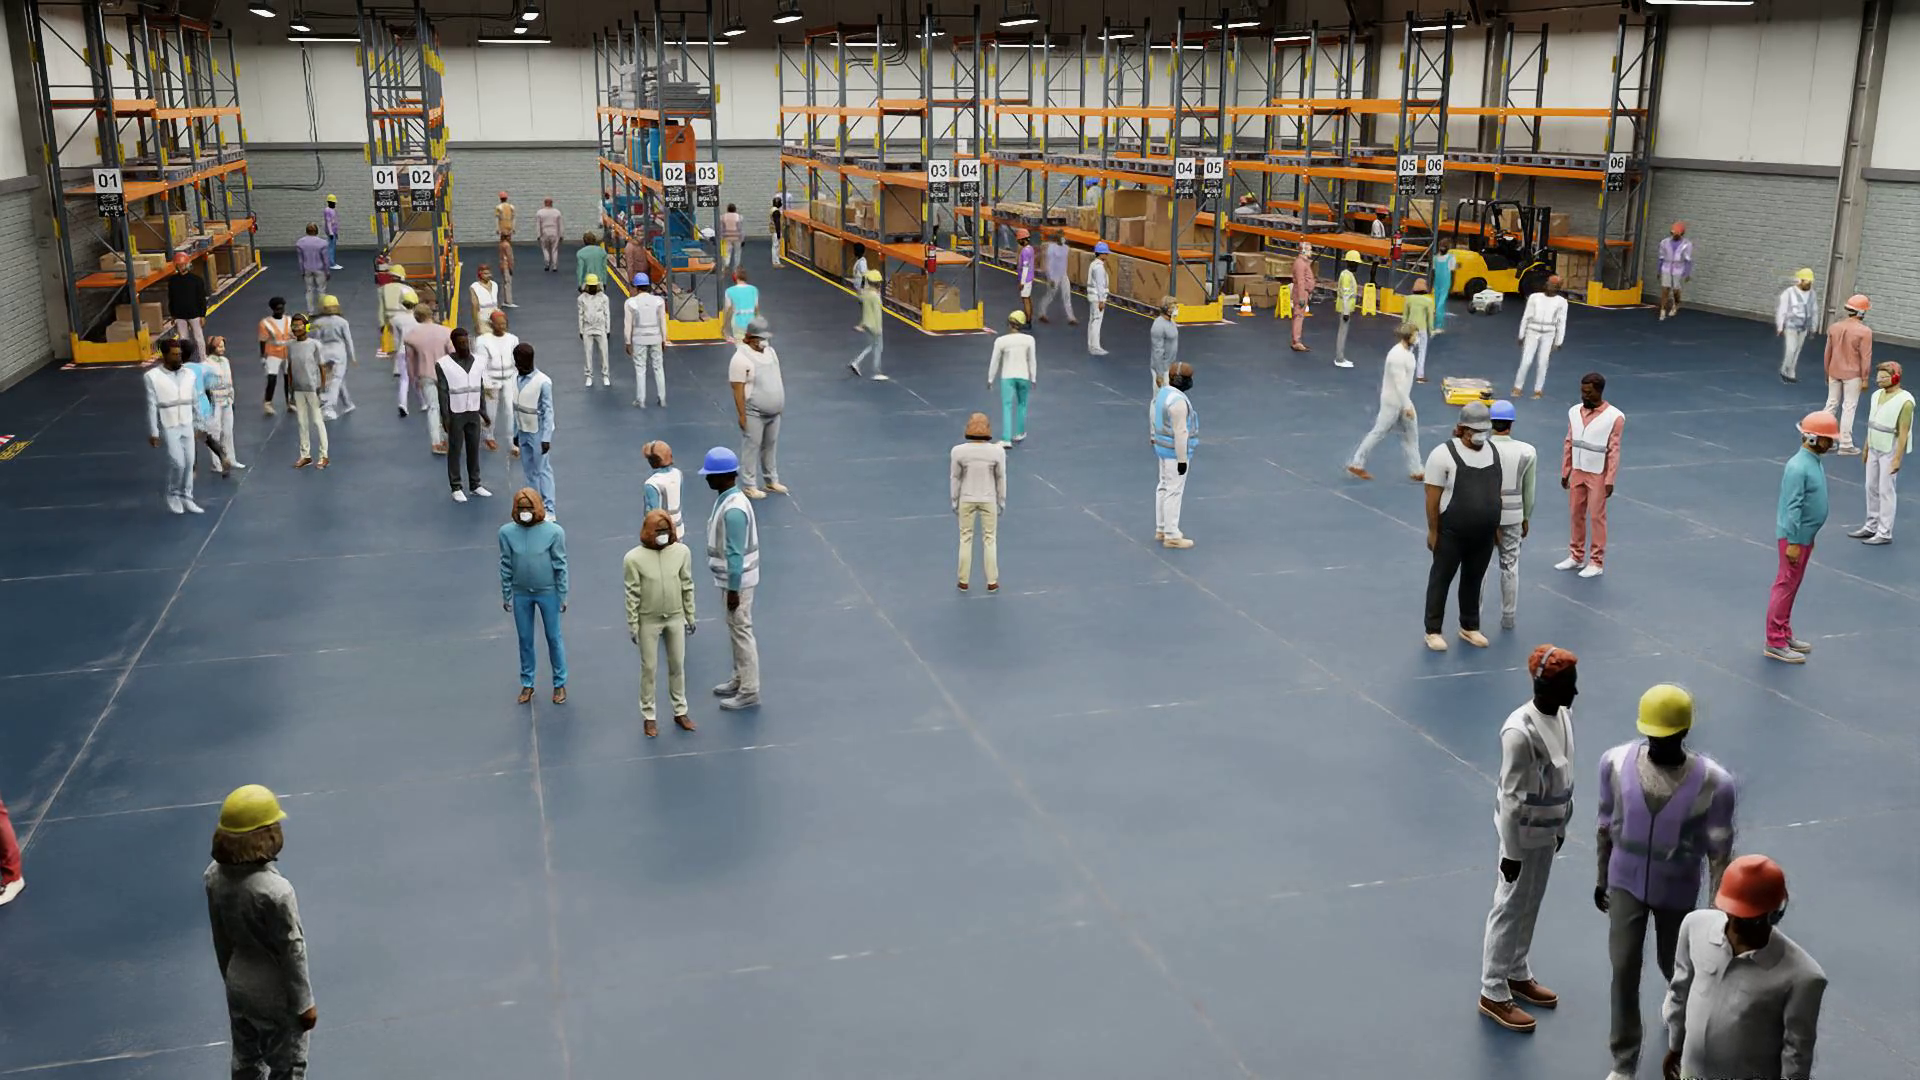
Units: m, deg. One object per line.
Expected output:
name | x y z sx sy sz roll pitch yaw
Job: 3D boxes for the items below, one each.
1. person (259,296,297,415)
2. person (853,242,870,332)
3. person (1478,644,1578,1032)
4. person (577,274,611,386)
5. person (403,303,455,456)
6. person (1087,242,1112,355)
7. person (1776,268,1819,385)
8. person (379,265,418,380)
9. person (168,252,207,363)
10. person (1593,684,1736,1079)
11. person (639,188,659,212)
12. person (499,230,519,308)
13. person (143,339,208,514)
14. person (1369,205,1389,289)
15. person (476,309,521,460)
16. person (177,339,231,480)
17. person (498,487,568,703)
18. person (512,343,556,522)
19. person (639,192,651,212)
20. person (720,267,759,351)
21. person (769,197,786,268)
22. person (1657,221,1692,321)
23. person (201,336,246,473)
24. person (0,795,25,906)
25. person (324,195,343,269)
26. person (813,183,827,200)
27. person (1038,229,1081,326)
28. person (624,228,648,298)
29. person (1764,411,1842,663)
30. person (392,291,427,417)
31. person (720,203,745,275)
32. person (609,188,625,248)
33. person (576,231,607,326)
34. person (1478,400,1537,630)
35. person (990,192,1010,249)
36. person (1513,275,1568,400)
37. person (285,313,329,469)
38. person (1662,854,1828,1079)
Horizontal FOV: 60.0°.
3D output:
person | -9.558 -2.599 23.416 0.380 1.676 0.552 12 19 37
person | -1.887 -4.831 31.771 0.320 1.697 0.537 -2 15 -9
person | 2.739 1.401 7.964 0.338 1.882 0.583 12 19 39
person | -5.654 -3.250 25.760 0.486 1.738 0.321 -2 15 -9
person | -6.588 -2.015 20.867 0.668 1.877 0.983 -6 16 -22
person | 2.411 -4.195 28.902 0.406 1.945 0.614 -2 15 -6
person | 12.995 -3.290 25.743 0.626 1.815 0.514 -3 15 -11
person | -8.878 -3.489 26.549 0.624 1.780 0.925 3 15 13
person | -12.311 -3.586 26.515 0.612 1.997 0.375 1 15 5
person | 3.171 1.517 7.530 0.604 1.891 0.859 10 18 33
person | -8.838 -9.111 47.222 1.027 2.000 0.765 -7 16 -24
person | -9.653 -5.781 35.459 0.315 1.638 0.517 -9 17 -30
person | -8.327 -1.199 17.715 0.462 1.900 0.615 8 17 28
person | 9.797 -6.843 38.886 0.371 1.935 0.551 5 16 18
person | -5.746 -1.955 20.707 0.556 1.853 0.954 -9 18 -32
person | -8.834 -1.490 19.259 0.642 1.677 0.533 10 18 32
person | -3.117 0.405 12.210 0.500 1.627 0.278 1 15 2
person | -4.454 -1.111 17.363 0.587 1.914 0.390 12 19 38
person | -8.862 -8.852 46.682 0.585 1.825 0.404 6 16 21
person | -3.461 -3.337 25.923 0.568 1.822 0.708 -13 20 -40
person | -4.802 -8.101 43.802 0.429 1.841 0.634 -4 15 -14
person | 14.391 -5.431 33.496 0.613 2.007 0.938 8 17 29
person | -8.817 -1.617 19.813 0.311 1.632 0.515 3 15 10
person | -5.494 1.170 9.082 0.521 1.759 0.350 4 15 13
person | -16.376 -8.041 43.431 0.381 1.919 0.584 -3 15 -10
person | -4.270 -9.683 49.588 0.638 1.932 0.773 -1 15 -3
person | 1.915 -5.143 32.600 1.041 1.887 0.652 14 20 43
person | -6.301 -5.151 32.606 0.402 1.900 0.643 4 15 15
person | 6.661 -0.039 13.174 0.384 1.993 0.609 11 18 35
person | -7.715 -2.624 23.385 0.520 1.736 0.836 -1 15 -4
person | -5.701 -7.516 41.644 0.634 1.829 0.552 1 15 5
person | -9.528 -8.856 46.440 0.623 1.951 0.504 7 17 26
person | -6.938 -4.851 31.408 0.630 1.931 0.364 -12 19 -39
person | 4.464 -0.198 13.880 0.605 1.937 0.411 2 15 9
person | 1.079 -9.432 49.070 0.913 1.697 0.558 7 16 23
person | 8.591 -2.984 24.568 0.662 1.844 0.353 6 16 20
person | -7.862 -1.790 19.994 0.514 1.876 0.328 3 15 10
person | 2.842 1.958 6.146 0.359 1.742 0.563 -9 17 -31
